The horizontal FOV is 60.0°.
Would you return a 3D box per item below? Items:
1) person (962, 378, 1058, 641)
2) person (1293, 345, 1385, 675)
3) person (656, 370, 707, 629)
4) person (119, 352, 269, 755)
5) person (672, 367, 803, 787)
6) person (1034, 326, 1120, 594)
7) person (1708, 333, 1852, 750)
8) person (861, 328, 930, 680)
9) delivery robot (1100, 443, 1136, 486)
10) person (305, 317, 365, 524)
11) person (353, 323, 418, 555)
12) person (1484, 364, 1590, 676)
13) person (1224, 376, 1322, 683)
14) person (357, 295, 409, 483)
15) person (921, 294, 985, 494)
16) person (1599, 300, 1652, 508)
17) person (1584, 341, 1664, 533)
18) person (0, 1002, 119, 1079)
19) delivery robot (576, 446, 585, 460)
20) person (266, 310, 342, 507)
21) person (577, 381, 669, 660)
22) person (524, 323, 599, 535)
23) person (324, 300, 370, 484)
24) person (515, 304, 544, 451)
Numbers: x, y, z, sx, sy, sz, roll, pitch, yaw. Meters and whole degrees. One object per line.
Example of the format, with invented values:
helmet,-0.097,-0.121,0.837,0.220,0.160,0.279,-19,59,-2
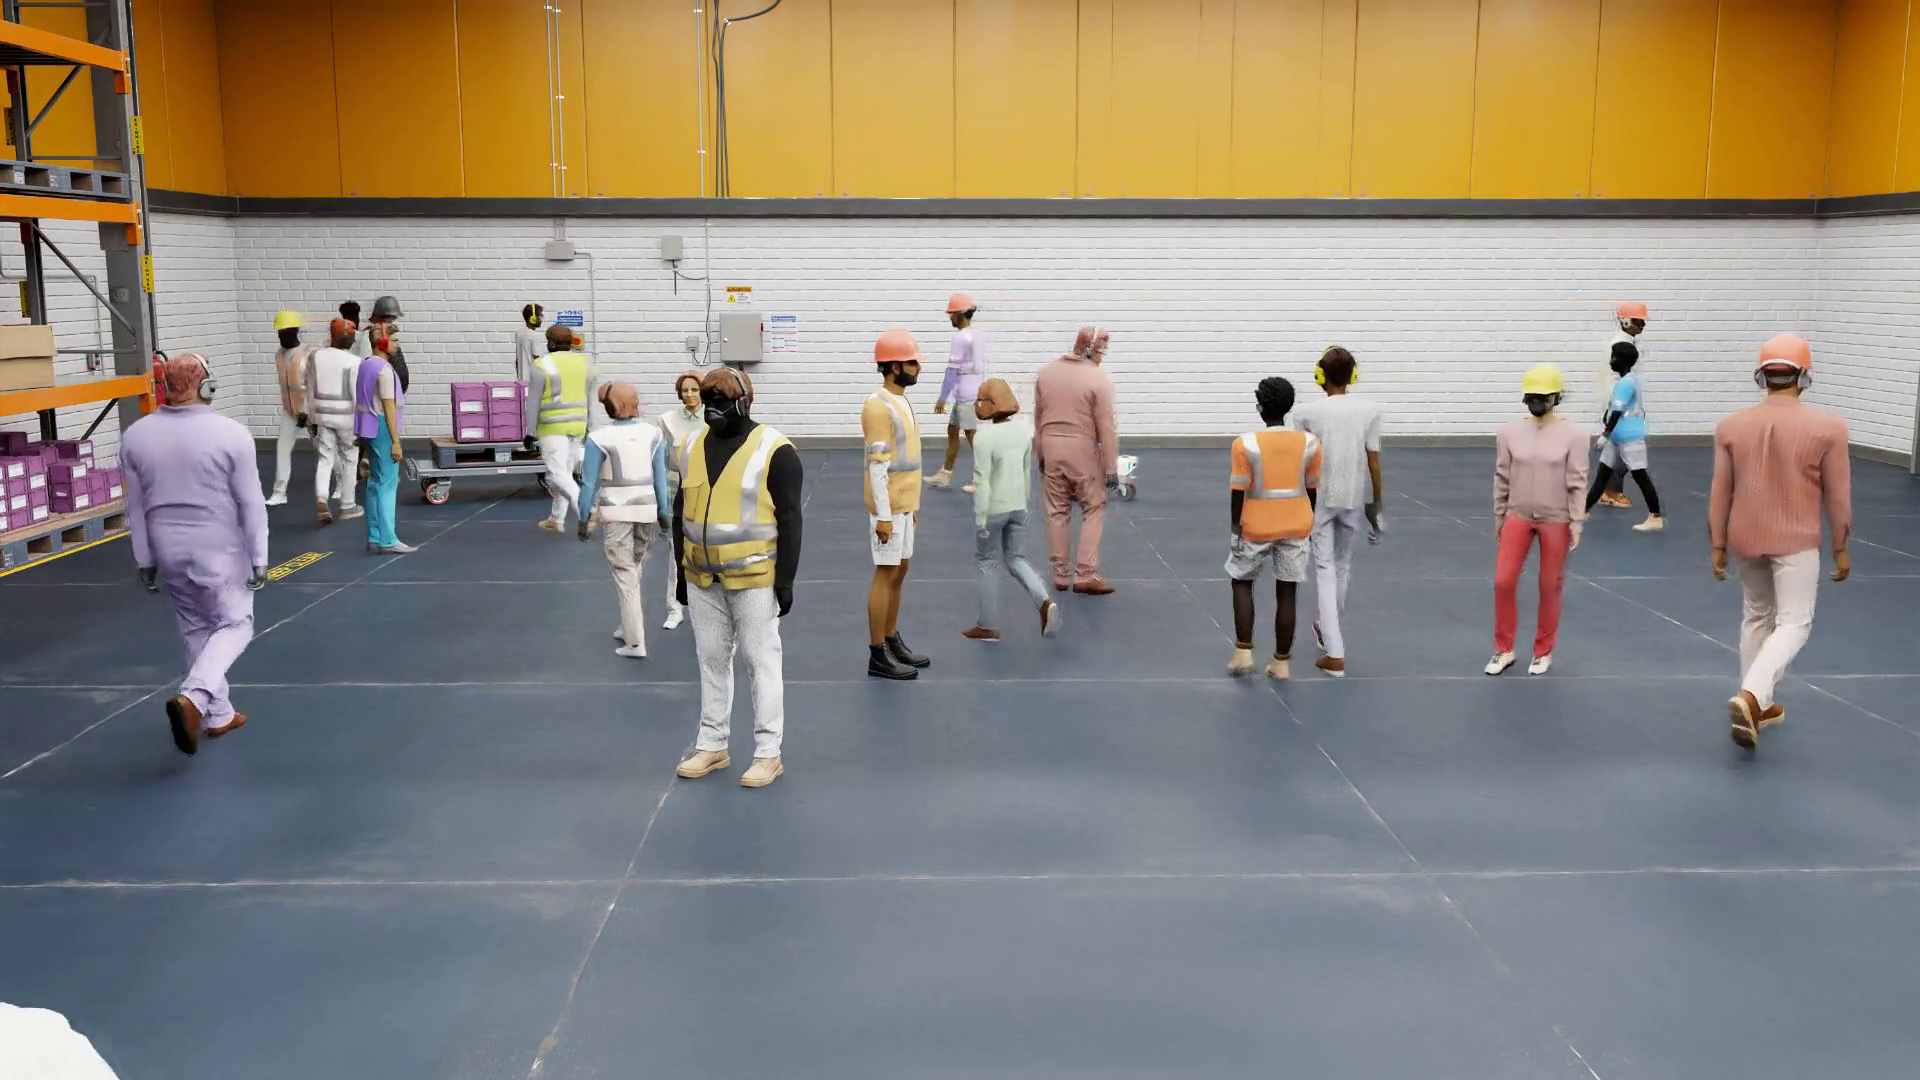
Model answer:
person,0.290,-0.166,10.018,0.510,1.616,0.585,-9,13,-43
person,2.111,-0.195,9.572,0.552,1.827,0.945,-1,9,-5
person,-1.664,-0.254,10.489,0.515,1.641,0.315,0,9,-3
person,-3.583,0.061,7.812,0.655,1.883,0.763,1,9,5
person,-1.004,0.163,7.324,0.634,1.842,0.429,4,10,25
person,0.806,-0.546,11.602,0.691,1.872,0.421,6,11,34
person,3.859,0.003,7.916,0.885,1.968,0.619,-8,12,-41
person,-0.344,-0.202,9.261,0.359,1.937,0.552,2,10,14
delivery robot,1.372,-0.721,16.387,0.707,0.478,0.477,2,10,15
person,-5.541,-1.060,14.793,0.594,1.844,0.838,1,9,3
person,-4.612,-0.803,13.242,0.373,1.840,0.571,-7,12,-37
person,3.179,-0.092,9.188,0.526,1.749,0.595,6,11,31
person,1.709,-0.058,9.151,0.547,1.685,0.448,-1,9,-6
person,-6.160,-1.603,17.543,0.697,2.000,0.710,-1,9,-4
person,-0.070,-1.467,16.800,0.928,2.004,0.634,3,10,17
person,6.341,-1.279,15.774,0.517,1.977,0.616,6,11,31
person,5.692,-0.892,14.395,0.912,1.633,0.535,4,10,21
person,-1.017,1.086,1.461,0.714,1.908,0.645,6,11,32
delivery robot,-3.661,-0.862,17.255,0.707,0.478,0.477,-3,10,-16
person,-6.371,-1.293,16.163,0.586,1.883,0.994,4,10,21
person,-2.024,-0.128,9.790,0.536,1.612,0.683,-9,13,-43
person,-3.339,-0.926,14.099,0.837,1.820,0.626,7,11,36
person,-6.355,-1.541,17.449,0.622,1.943,0.581,-1,9,-5
person,-5.032,-1.813,19.490,0.413,1.880,0.565,-9,13,-44
